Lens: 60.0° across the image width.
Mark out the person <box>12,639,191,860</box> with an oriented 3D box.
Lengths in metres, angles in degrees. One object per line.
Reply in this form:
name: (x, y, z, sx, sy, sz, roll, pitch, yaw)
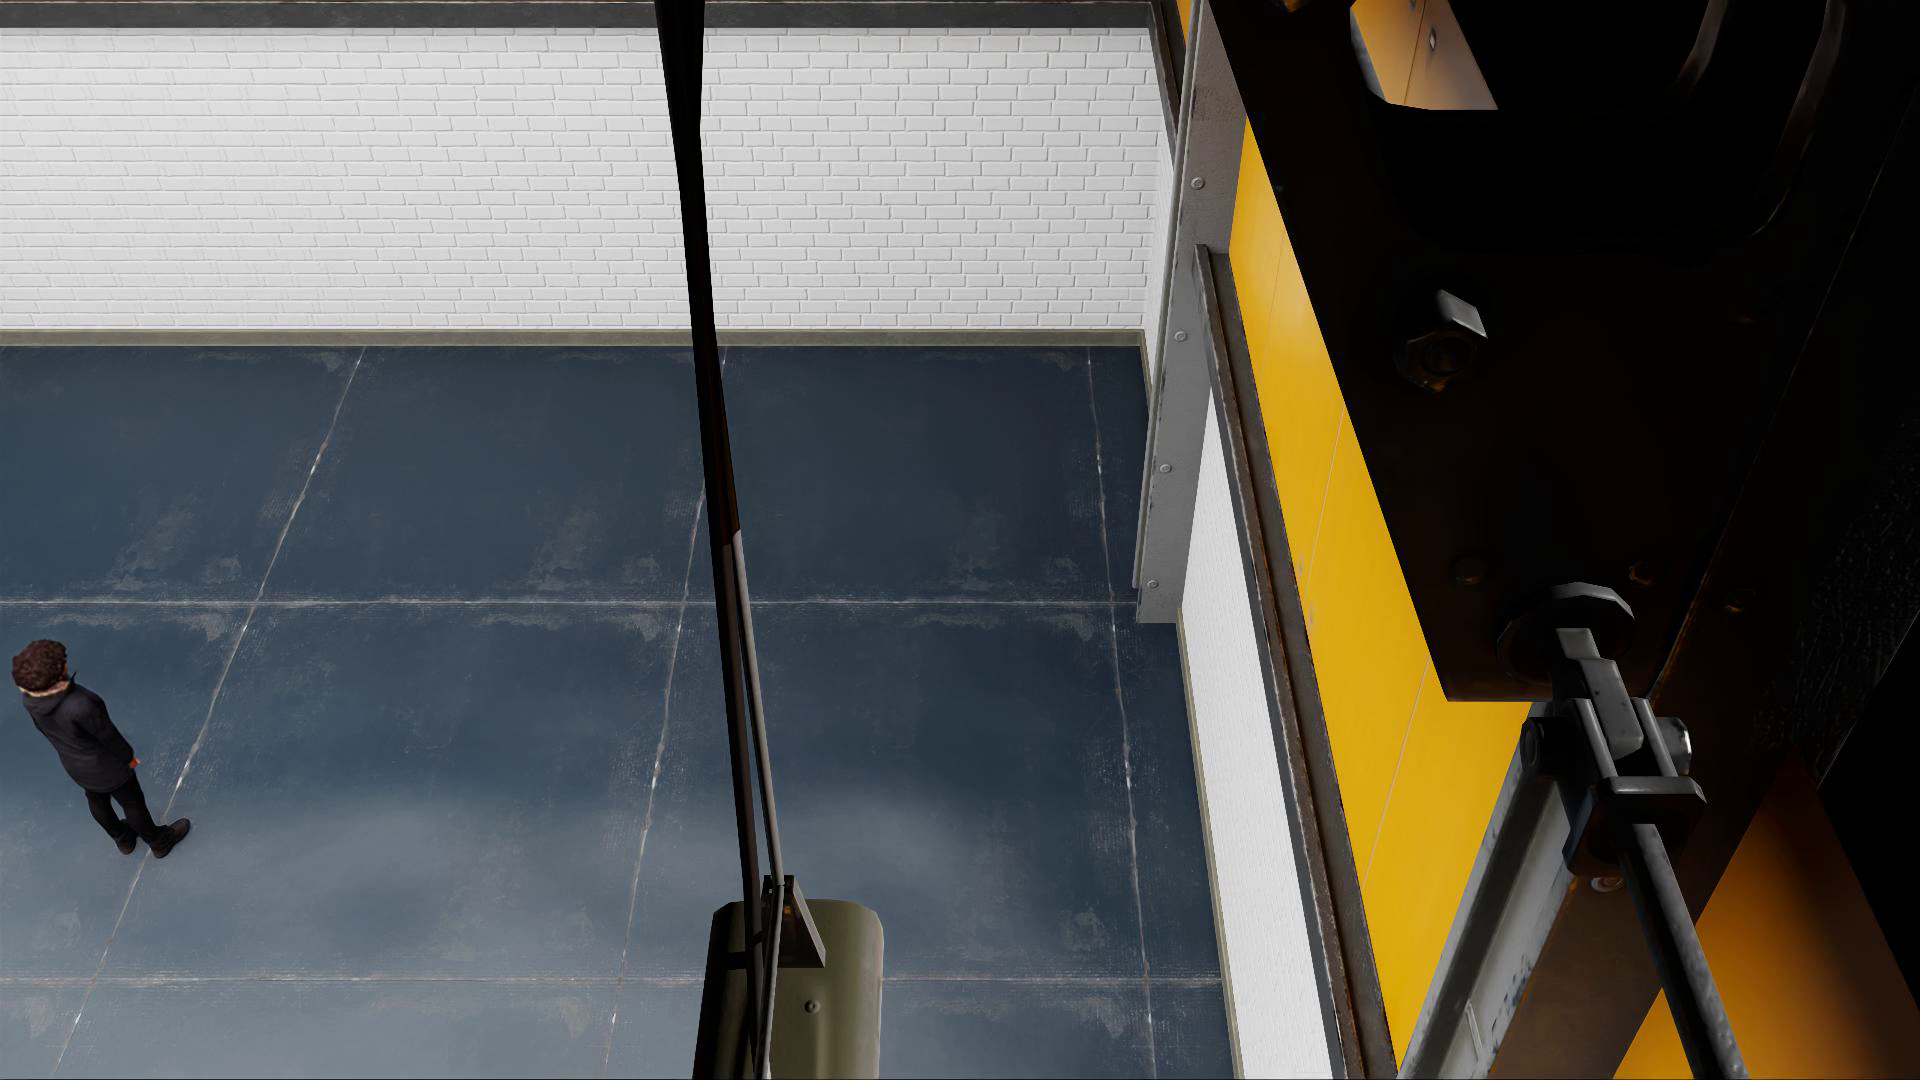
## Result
person: (-4.967, 1.229, 9.532, 0.675, 1.781, 0.674, 9, 44, 9)
